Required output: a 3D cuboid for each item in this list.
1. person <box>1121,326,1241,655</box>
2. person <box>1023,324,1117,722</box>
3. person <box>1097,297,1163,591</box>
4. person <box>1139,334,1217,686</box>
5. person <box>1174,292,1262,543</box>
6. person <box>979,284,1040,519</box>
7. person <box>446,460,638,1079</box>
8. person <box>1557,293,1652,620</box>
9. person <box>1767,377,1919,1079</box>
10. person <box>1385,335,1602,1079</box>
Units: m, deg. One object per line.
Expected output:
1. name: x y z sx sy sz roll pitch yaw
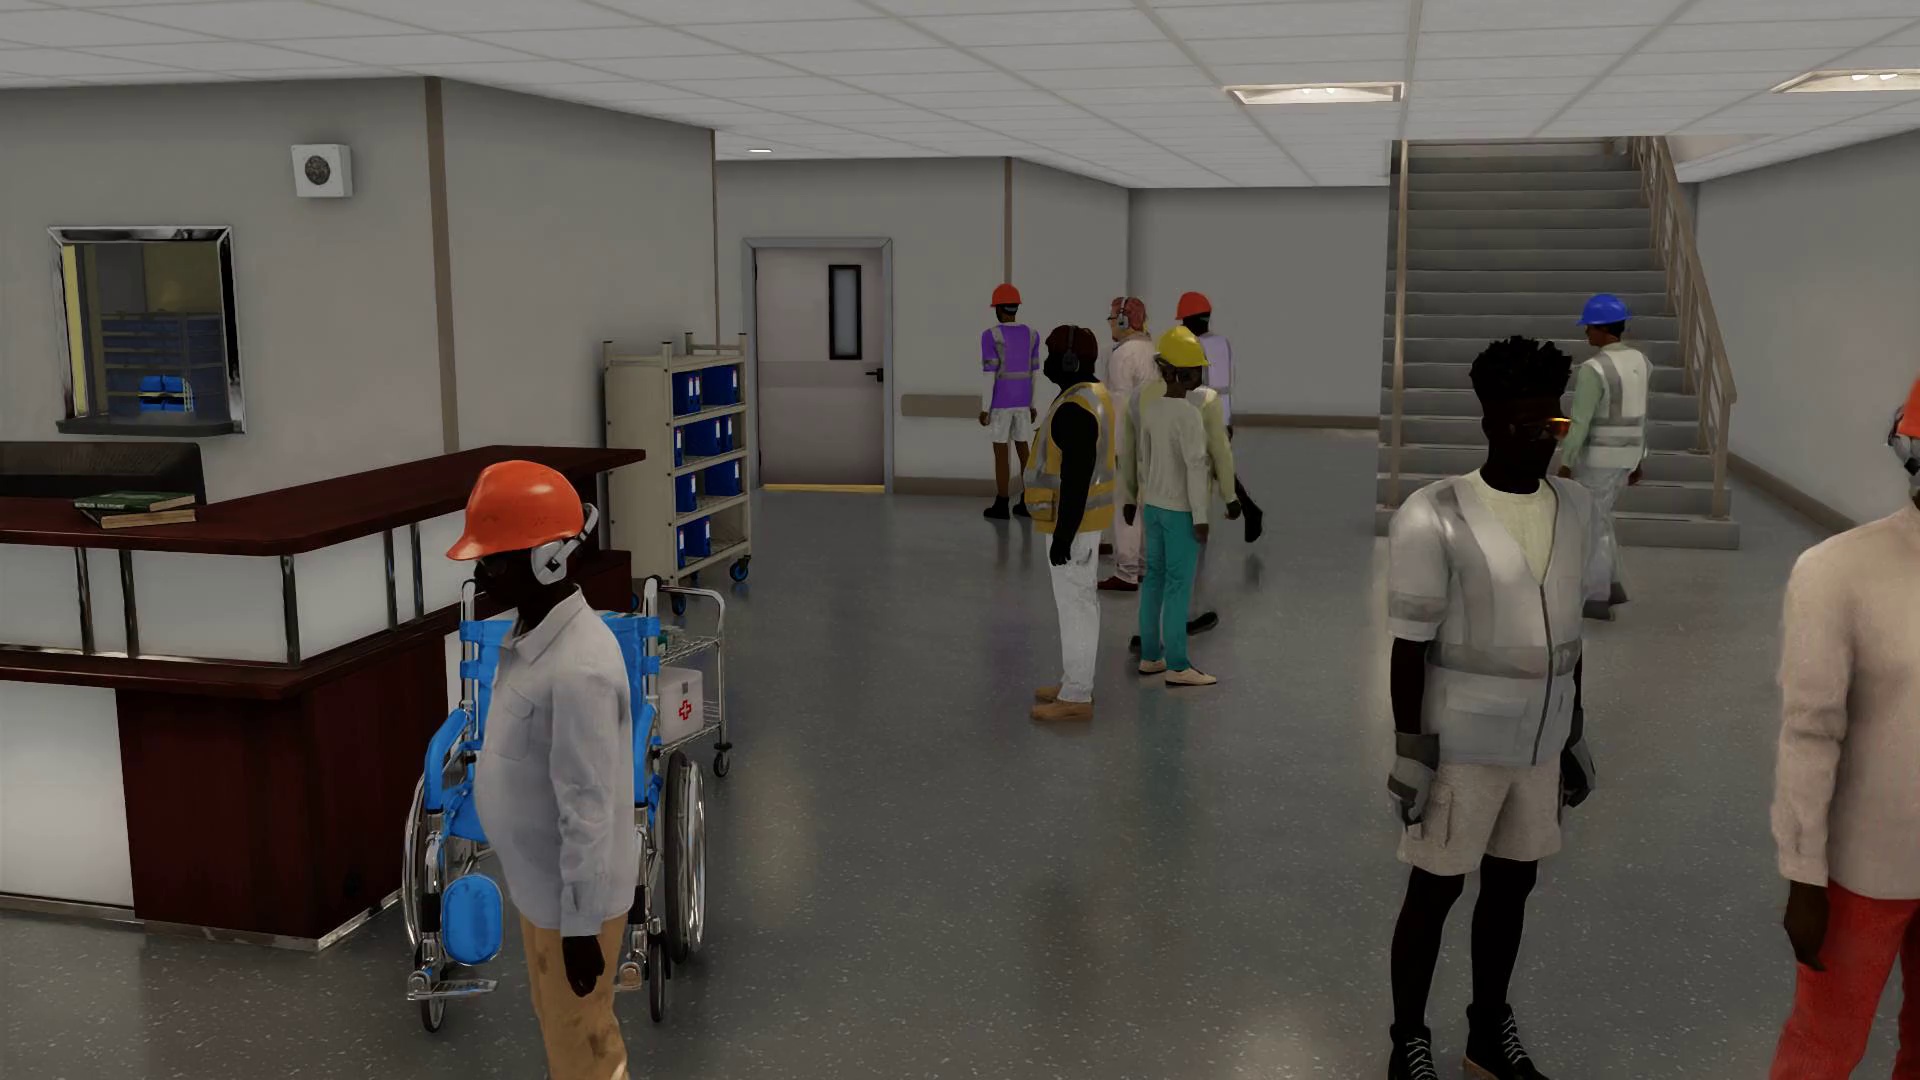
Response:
1. person: 1.184 -0.272 9.107 0.598 1.784 0.971 9 13 44
2. person: 0.508 -0.077 7.754 0.429 1.844 0.626 2 10 9
3. person: 1.089 -0.624 10.816 0.399 1.900 0.645 5 11 27
4. person: 1.100 -0.153 8.416 0.315 1.770 0.524 -4 10 -22
5. person: 1.897 -0.884 12.320 0.582 1.899 0.758 -8 13 -41
6. person: 0.388 -1.140 13.733 0.551 1.932 0.378 -6 11 -31
7. person: -0.860 0.697 3.481 0.351 1.743 0.564 -4 11 -24
8. person: 3.784 -0.484 9.852 0.644 1.934 0.471 -7 12 -37
9. person: 1.863 0.623 3.226 0.612 1.987 0.414 -1 10 -8
10. person: 1.318 0.479 4.109 0.612 1.964 0.364 -4 11 -23
